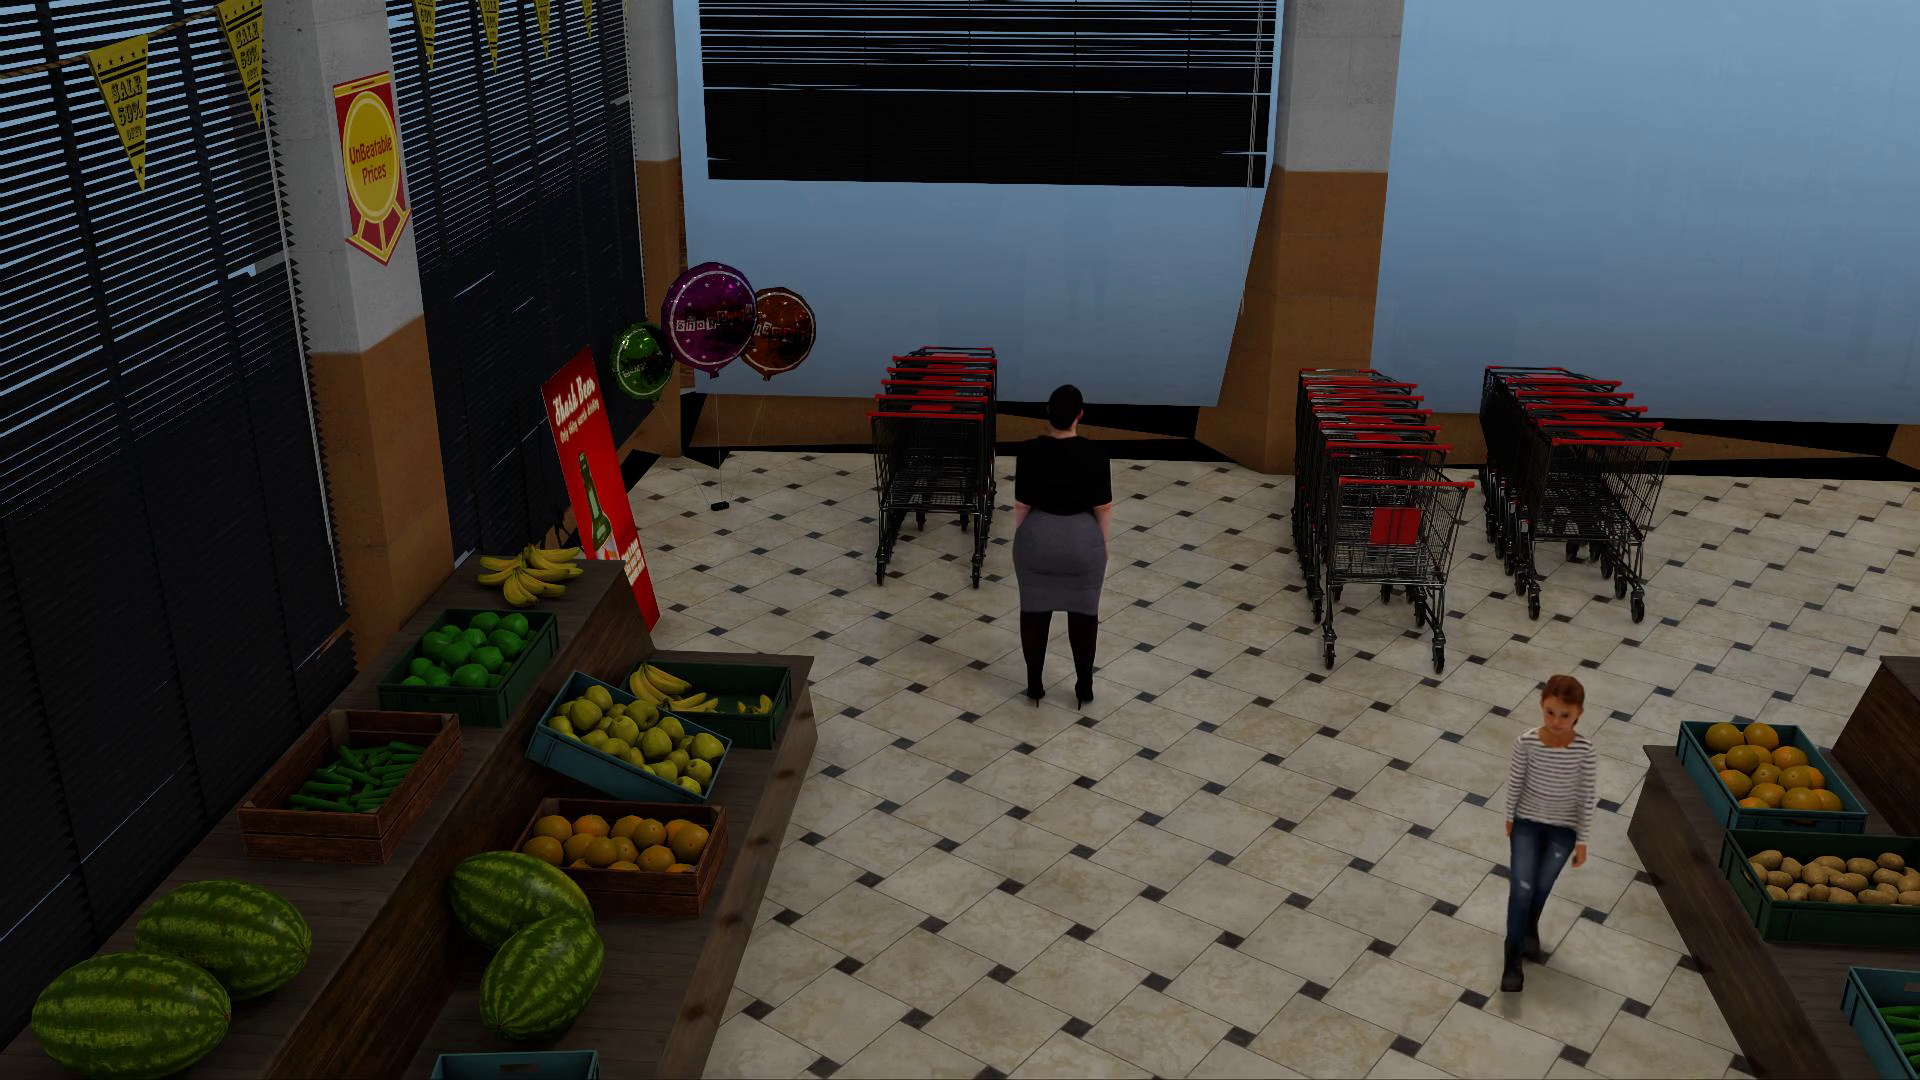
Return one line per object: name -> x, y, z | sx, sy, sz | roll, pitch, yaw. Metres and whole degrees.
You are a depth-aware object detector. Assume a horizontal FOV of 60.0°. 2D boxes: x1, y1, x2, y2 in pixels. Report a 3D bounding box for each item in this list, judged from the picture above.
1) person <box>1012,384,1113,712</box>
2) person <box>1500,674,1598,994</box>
person -> 0.524, 0.046, 8.649 | 0.690, 1.758, 0.636 | 4, 22, 10
person -> 2.346, 1.109, 6.630 | 0.589, 1.292, 0.861 | 7, 23, 17
